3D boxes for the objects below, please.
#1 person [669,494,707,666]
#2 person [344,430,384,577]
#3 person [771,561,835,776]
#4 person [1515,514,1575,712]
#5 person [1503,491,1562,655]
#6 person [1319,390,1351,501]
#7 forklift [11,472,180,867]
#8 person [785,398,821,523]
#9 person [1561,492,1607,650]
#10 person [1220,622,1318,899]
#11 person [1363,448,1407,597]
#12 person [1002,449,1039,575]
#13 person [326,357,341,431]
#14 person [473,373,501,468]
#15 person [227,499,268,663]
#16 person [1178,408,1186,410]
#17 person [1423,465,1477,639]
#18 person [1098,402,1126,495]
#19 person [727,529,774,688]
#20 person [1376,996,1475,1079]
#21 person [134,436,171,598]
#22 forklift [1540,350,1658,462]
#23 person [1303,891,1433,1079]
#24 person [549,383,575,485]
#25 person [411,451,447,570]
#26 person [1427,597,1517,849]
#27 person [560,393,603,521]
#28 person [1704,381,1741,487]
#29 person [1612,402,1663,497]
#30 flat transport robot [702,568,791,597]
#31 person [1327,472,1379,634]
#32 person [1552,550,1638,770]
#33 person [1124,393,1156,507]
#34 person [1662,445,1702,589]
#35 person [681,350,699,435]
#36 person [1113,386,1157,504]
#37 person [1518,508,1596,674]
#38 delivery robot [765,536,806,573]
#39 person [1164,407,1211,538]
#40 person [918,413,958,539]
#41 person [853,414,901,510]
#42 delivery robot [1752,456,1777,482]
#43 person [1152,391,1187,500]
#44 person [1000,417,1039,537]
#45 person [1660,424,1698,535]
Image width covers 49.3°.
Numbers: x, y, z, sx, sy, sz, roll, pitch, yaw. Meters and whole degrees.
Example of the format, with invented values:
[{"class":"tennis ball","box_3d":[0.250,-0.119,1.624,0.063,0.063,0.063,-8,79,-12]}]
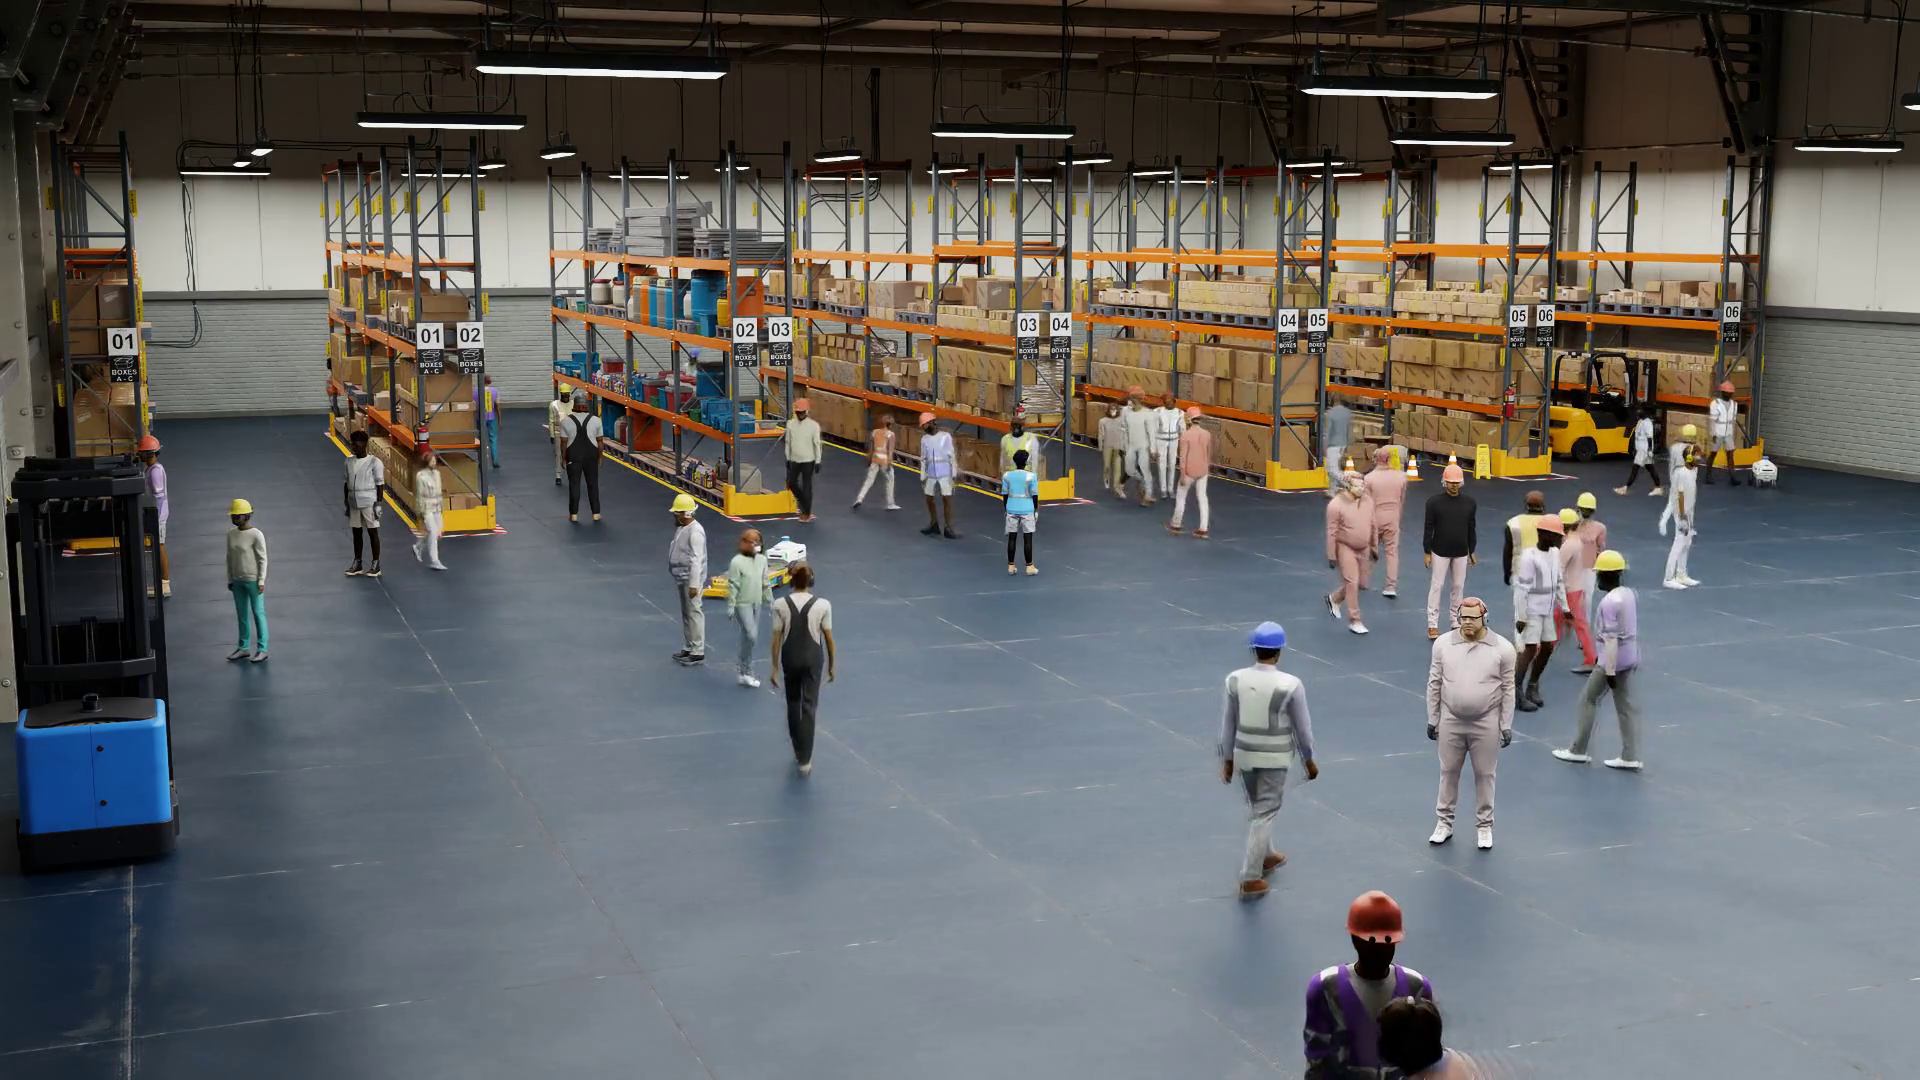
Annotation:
[{"class":"person","box_3d":[-2.921,0.414,22.471,0.403,1.825,0.596,-4,9,-23]},{"class":"person","box_3d":[-7.999,-0.494,28.049,0.604,1.966,0.367,3,9,19]},{"class":"person","box_3d":[-1.345,1.071,18.136,0.539,1.805,0.906,0,9,3]},{"class":"person","box_3d":[5.644,0.688,20.385,0.569,1.903,0.444,-7,11,-41]},{"class":"person","box_3d":[6.273,0.363,22.975,0.638,1.815,0.901,3,9,19]},{"class":"person","box_3d":[6.422,-1.590,35.520,0.636,1.917,0.716,-8,12,-44]},{"class":"forklift","box_3d":[-6.630,0.886,15.957,1.129,2.768,1.873,-3,9,-21]},{"class":"person","box_3d":[-2.498,-1.268,33.147,0.637,1.977,0.434,4,9,23]},{"class":"person","box_3d":[6.969,0.302,23.526,0.525,1.735,0.857,2,9,15]},{"class":"person","box_3d":[2.227,1.520,14.804,0.617,1.908,0.916,7,11,40]},{"class":"person","box_3d":[5.344,-0.240,26.696,0.643,1.856,0.989,-2,9,-11]},{"class":"person","box_3d":[0.821,-0.373,28.152,0.532,1.693,0.319,4,9,24]},{"class":"person","box_3d":[-14.287,-3.315,47.751,0.317,1.695,0.540,-4,9,-26]},{"class":"person","box_3d":[-9.181,-2.312,40.567,0.570,1.843,0.372,-1,9,-10]},{"class":"person","box_3d":[-7.686,0.432,22.541,0.526,1.768,0.331,4,10,27]},{"class":"person","box_3d":[4.858,-2.906,44.608,0.588,1.822,0.403,-3,9,-19]},{"class":"person","box_3d":[5.570,0.132,23.778,0.623,1.992,0.391,-1,9,-8]},{"class":"person","box_3d":[2.680,-1.637,36.870,0.507,1.614,0.680,0,9,1]},{"class":"person","box_3d":[-2.086,0.691,21.276,0.517,1.611,0.532,6,11,37]},{"class":"person","box_3d":[1.687,2.601,8.009,0.994,1.782,0.629,4,9,23]},{"class":"person","box_3d":[-10.225,-0.305,26.532,0.373,2.044,0.608,-4,9,-25]},{"class":"forklift","box_3d":[12.897,-2.725,42.309,2.313,2.155,1.214,-3,9,-21]},{"class":"person","box_3d":[1.709,2.409,8.776,0.545,1.942,0.353,-1,9,-6]},{"class":"person","box_3d":[-7.169,-1.930,38.053,0.593,1.837,0.404,-4,9,-23]},{"class":"person","box_3d":[-7.284,-0.410,28.629,0.558,1.624,0.520,3,9,20]},{"class":"person","box_3d":[3.844,1.371,15.809,0.655,1.906,0.407,4,9,22]},{"class":"person","box_3d":[-6.039,-1.315,33.414,0.687,2.000,0.535,-2,9,-14]},{"class":"person","box_3d":[13.780,-1.912,37.755,0.566,1.881,1.009,-1,9,-8]},{"class":"person","box_3d":[11.782,-1.565,36.208,0.894,1.644,0.546,1,9,6]},{"class":"flat transport robot","box_3d":[-2.736,0.527,27.008,0.652,0.197,1.431,3,9,17]},{"class":"person","box_3d":[4.502,0.115,24.301,0.699,1.872,0.752,-5,10,-29]},{"class":"person","box_3d":[5.542,1.026,18.140,0.839,1.893,0.594,7,11,40]},{"class":"person","box_3d":[3.028,-1.527,35.163,0.460,1.899,0.713,-8,12,-42]},{"class":"person","box_3d":[9.451,-0.310,27.265,0.427,1.854,0.571,4,10,27]},{"class":"person","box_3d":[-6.013,-3.334,47.208,0.633,1.893,1.025,1,9,8]},{"class":"person","box_3d":[2.970,-1.640,35.644,0.632,1.993,1.020,-7,11,-38]},{"class":"person","box_3d":[6.321,0.530,22.011,0.896,1.717,0.543,5,10,29]},{"class":"delivery robot","box_3d":[-2.327,0.194,27.975,0.477,0.478,0.707,3,9,17]},{"class":"person","box_3d":[3.470,-1.042,31.722,0.649,1.954,0.925,-5,10,-30]},{"class":"person","box_3d":[-0.301,-0.969,31.520,0.695,1.885,0.367,5,10,29]},{"class":"person","box_3d":[-1.348,-1.264,34.408,0.538,1.604,0.777,7,11,40]},{"class":"delivery robot","box_3d":[14.487,-1.264,37.696,0.477,0.478,0.707,2,9,13]},{"class":"person","box_3d":[3.602,-1.606,35.797,0.606,1.863,0.752,-1,9,-8]},{"class":"person","box_3d":[0.910,-0.992,31.947,0.620,1.805,0.968,2,9,14]},{"class":"person","box_3d":[10.881,-0.899,31.593,0.750,1.712,0.486,-8,12,-44]}]
